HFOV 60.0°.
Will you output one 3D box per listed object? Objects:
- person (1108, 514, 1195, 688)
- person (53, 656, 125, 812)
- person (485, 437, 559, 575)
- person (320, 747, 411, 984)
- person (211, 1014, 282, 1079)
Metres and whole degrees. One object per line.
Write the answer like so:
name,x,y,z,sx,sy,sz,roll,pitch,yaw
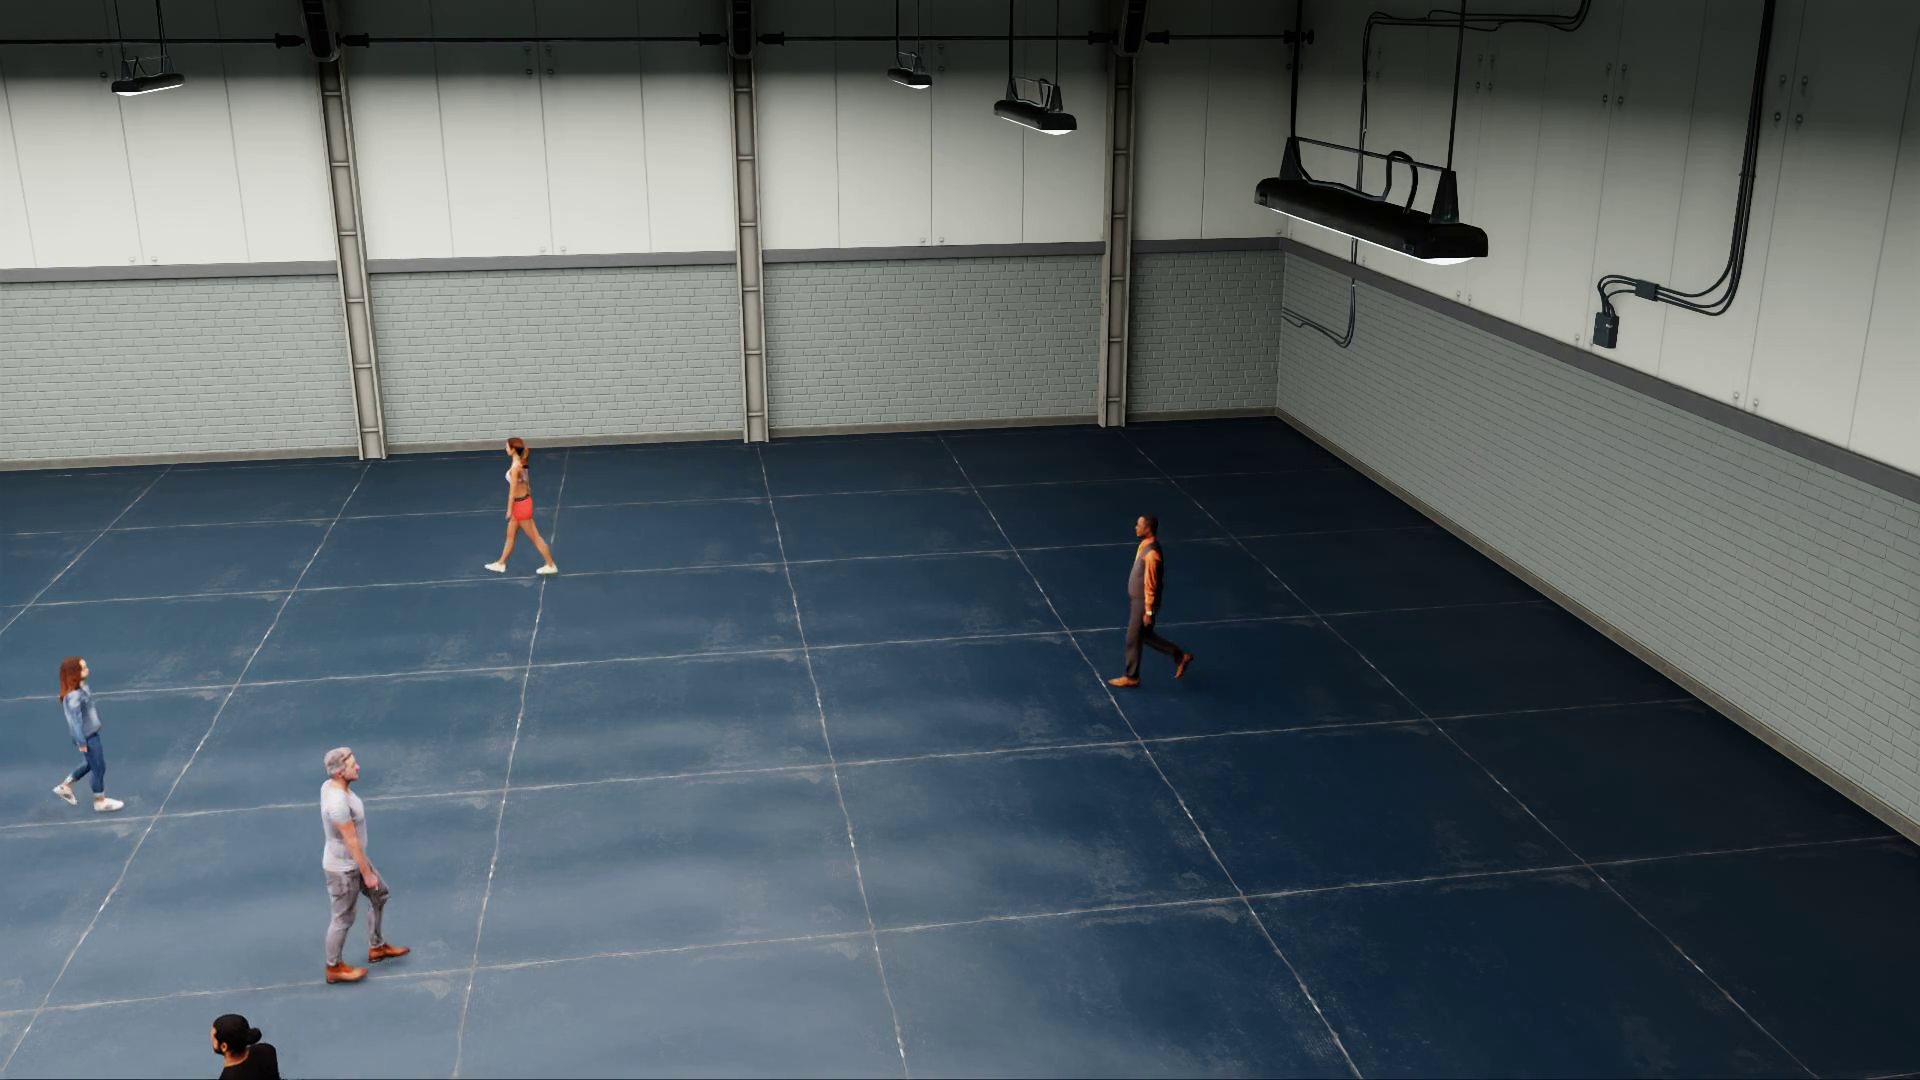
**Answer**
person,2.017,0.656,17.140,1.193,1.884,0.859,1,18,2
person,-7.732,1.717,14.562,0.815,1.463,0.663,-7,19,-20
person,-5.319,-0.367,20.513,1.184,1.741,0.749,0,18,1
person,-4.528,2.371,12.005,0.869,1.803,0.774,-5,19,-16
person,-3.769,3.352,9.074,0.743,1.752,0.726,2,18,6
